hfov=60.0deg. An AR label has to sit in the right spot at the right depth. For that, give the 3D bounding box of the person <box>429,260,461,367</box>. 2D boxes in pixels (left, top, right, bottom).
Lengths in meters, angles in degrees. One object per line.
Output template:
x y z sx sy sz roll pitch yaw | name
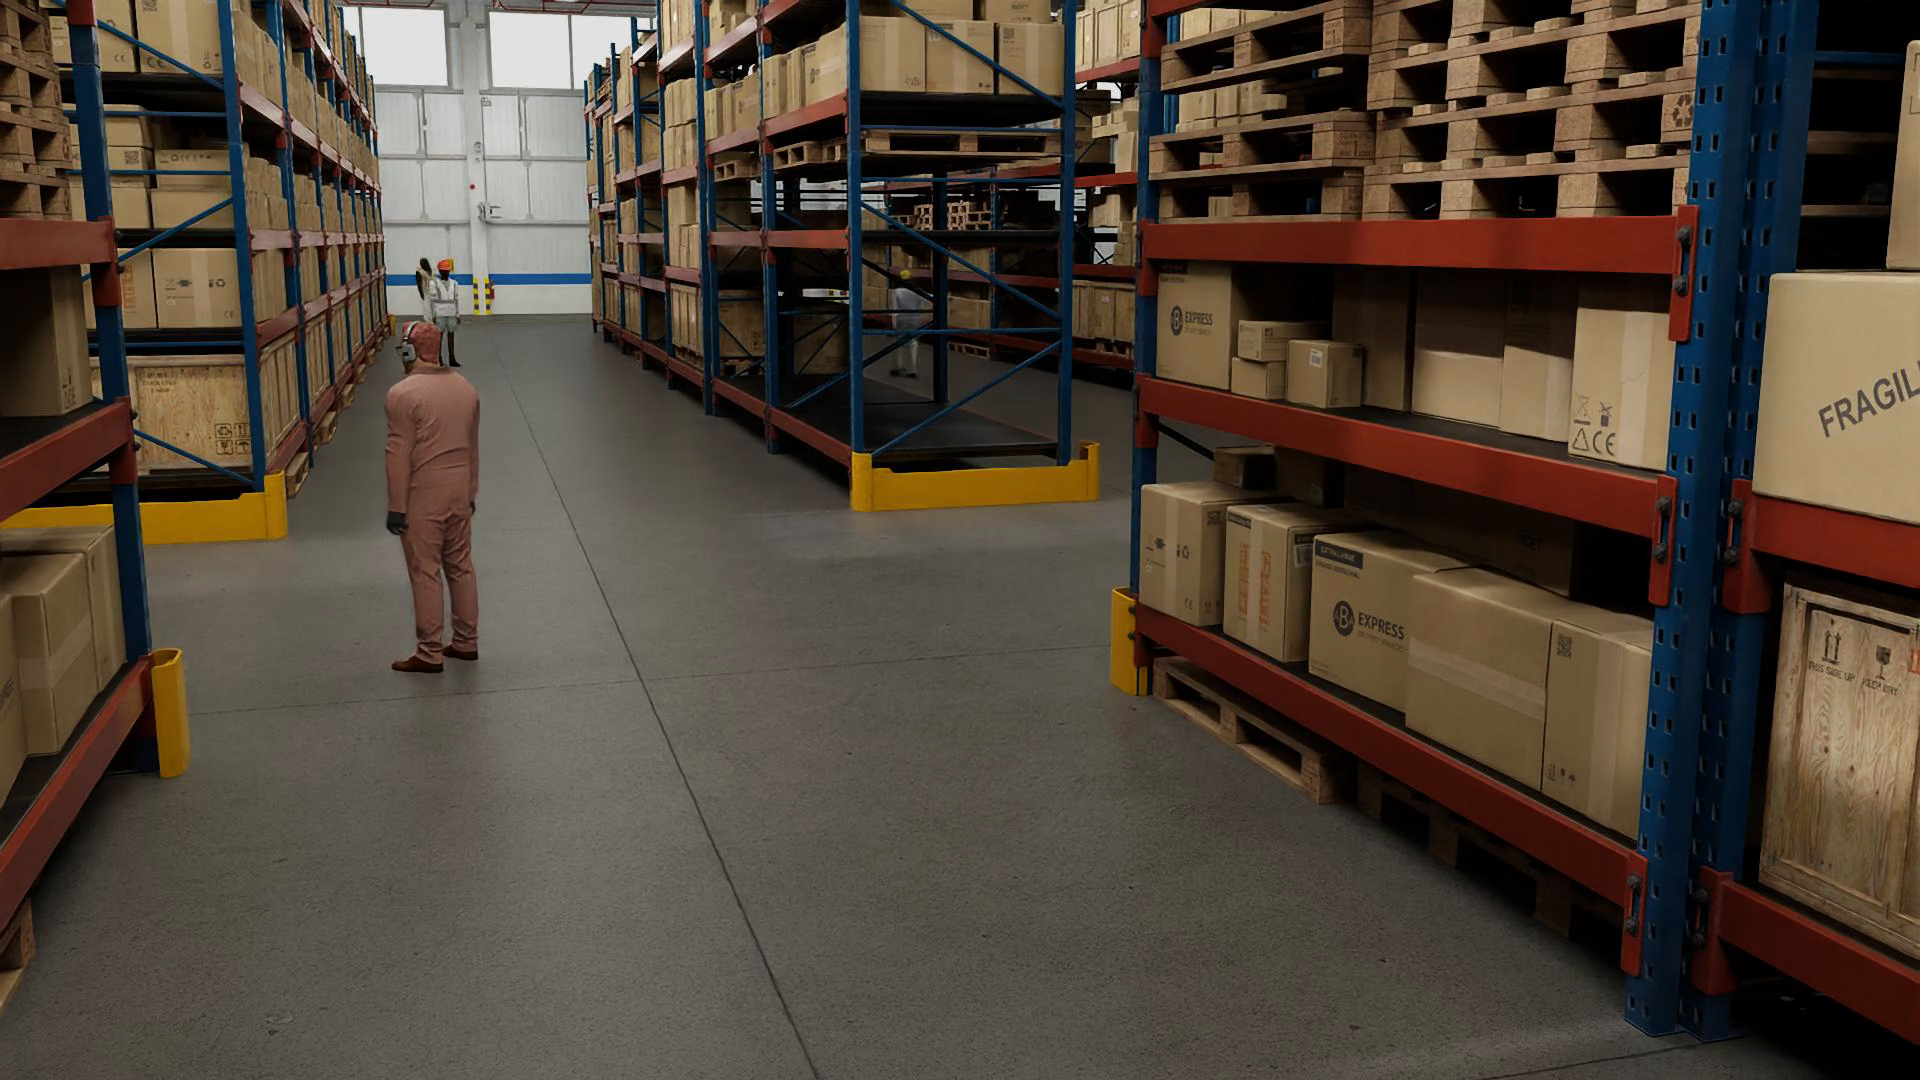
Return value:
-9.288 -4.087 30.057 0.543 1.940 0.361 -9 14 -42 | person

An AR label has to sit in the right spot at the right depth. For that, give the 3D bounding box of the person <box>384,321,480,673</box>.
-2.889 -0.235 9.061 0.398 1.899 0.650 4 11 22 | person

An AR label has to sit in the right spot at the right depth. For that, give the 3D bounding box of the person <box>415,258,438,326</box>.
-13.862 -6.460 43.473 0.434 1.812 0.732 7 13 34 | person

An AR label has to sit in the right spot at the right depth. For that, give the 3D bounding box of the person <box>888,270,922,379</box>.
-0.943 -3.604 27.812 0.599 1.785 0.873 -5 12 -26 | person
